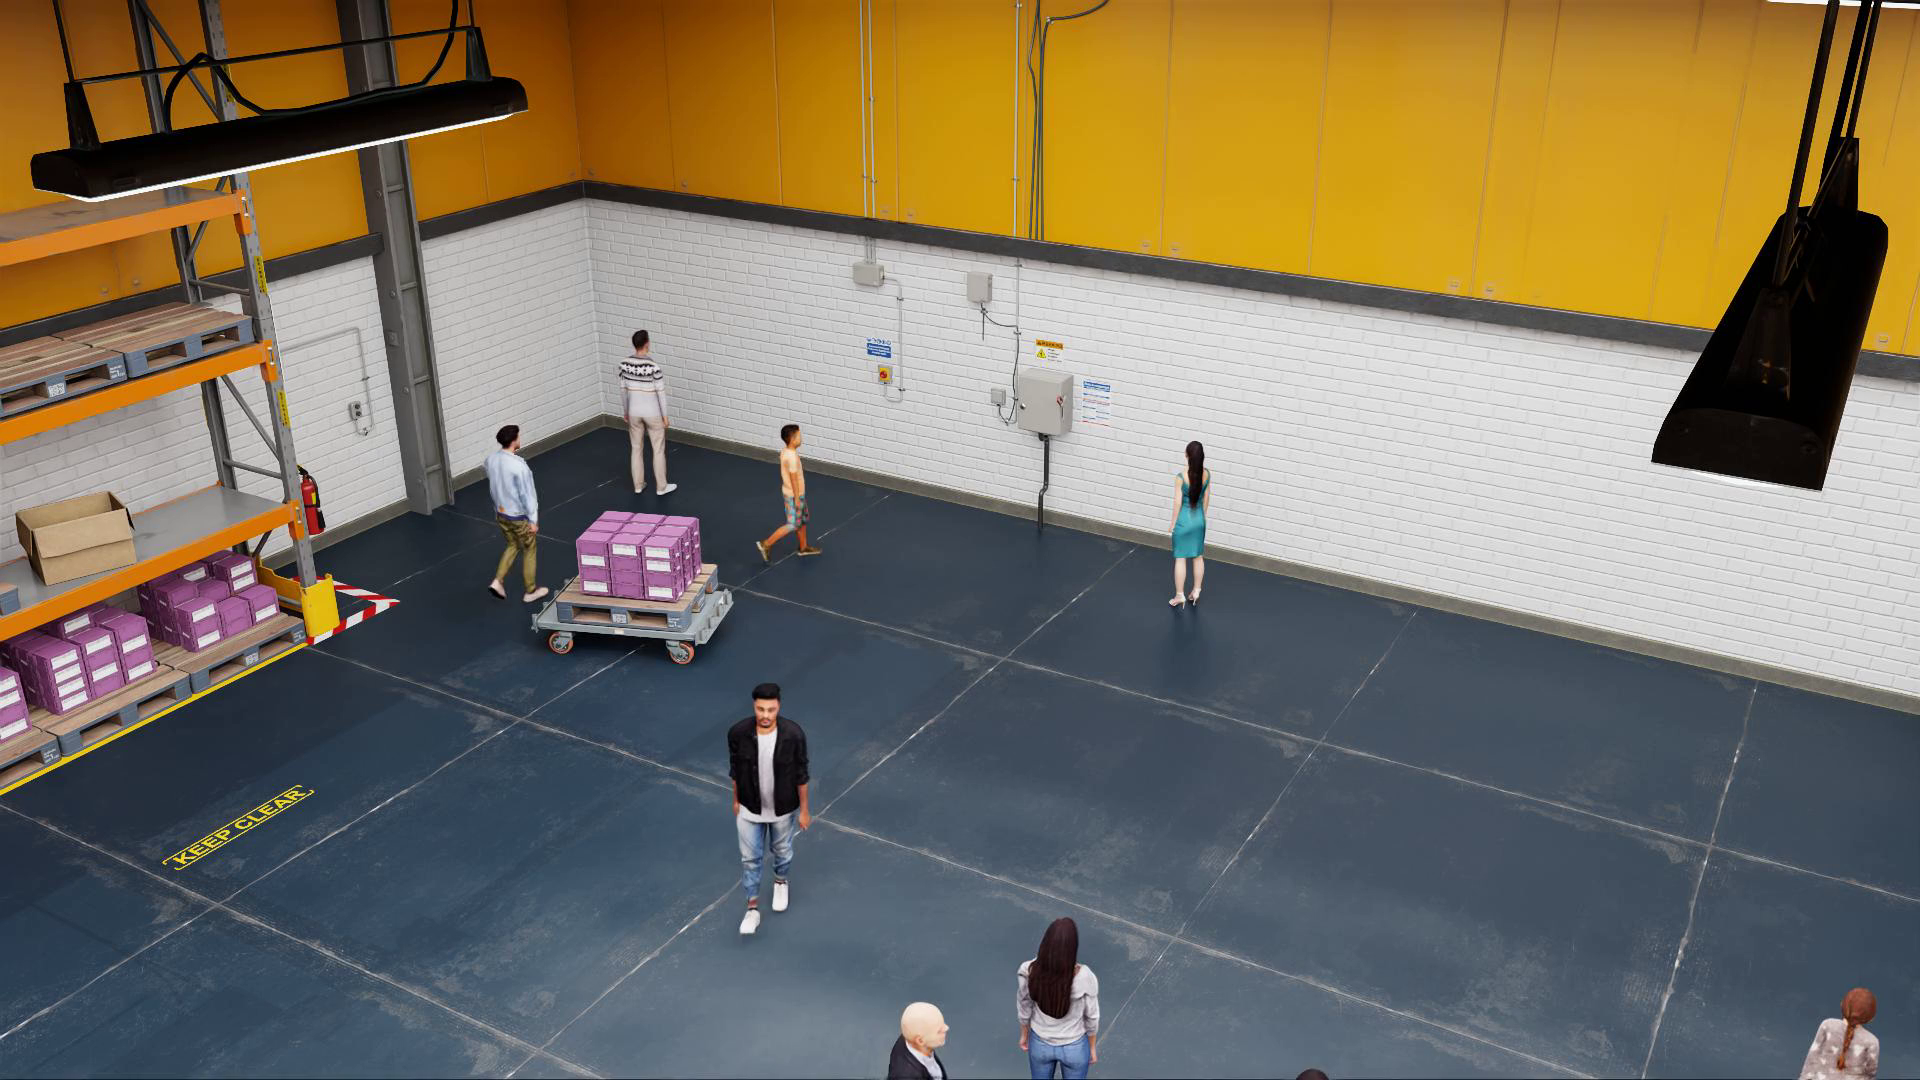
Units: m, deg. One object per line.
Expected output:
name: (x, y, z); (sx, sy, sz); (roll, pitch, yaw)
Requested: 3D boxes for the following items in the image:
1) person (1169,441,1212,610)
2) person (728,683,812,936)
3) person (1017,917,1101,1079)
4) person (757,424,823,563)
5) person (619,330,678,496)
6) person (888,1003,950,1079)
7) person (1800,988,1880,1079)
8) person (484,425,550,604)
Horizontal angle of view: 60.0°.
person: (2.172, -0.153, 15.725); (0.591, 1.687, 0.679); (-10, 26, -22)
person: (-1.284, 1.714, 11.318); (0.951, 1.795, 1.067); (1, 24, 3)
person: (0.541, 2.771, 9.103); (0.661, 1.633, 0.619); (5, 24, 11)
person: (-1.745, -0.450, 16.711); (0.955, 1.440, 0.888); (-7, 24, -15)
person: (-3.483, -1.405, 18.373); (0.741, 1.859, 0.645); (6, 24, 14)
person: (-0.295, 3.055, 8.276); (1.098, 1.775, 1.251); (2, 24, 4)
person: (4.799, 3.015, 9.130); (0.849, 1.164, 0.616); (-22, 32, -40)
person: (-4.254, -0.209, 15.708); (0.705, 1.802, 0.856); (15, 28, 30)
